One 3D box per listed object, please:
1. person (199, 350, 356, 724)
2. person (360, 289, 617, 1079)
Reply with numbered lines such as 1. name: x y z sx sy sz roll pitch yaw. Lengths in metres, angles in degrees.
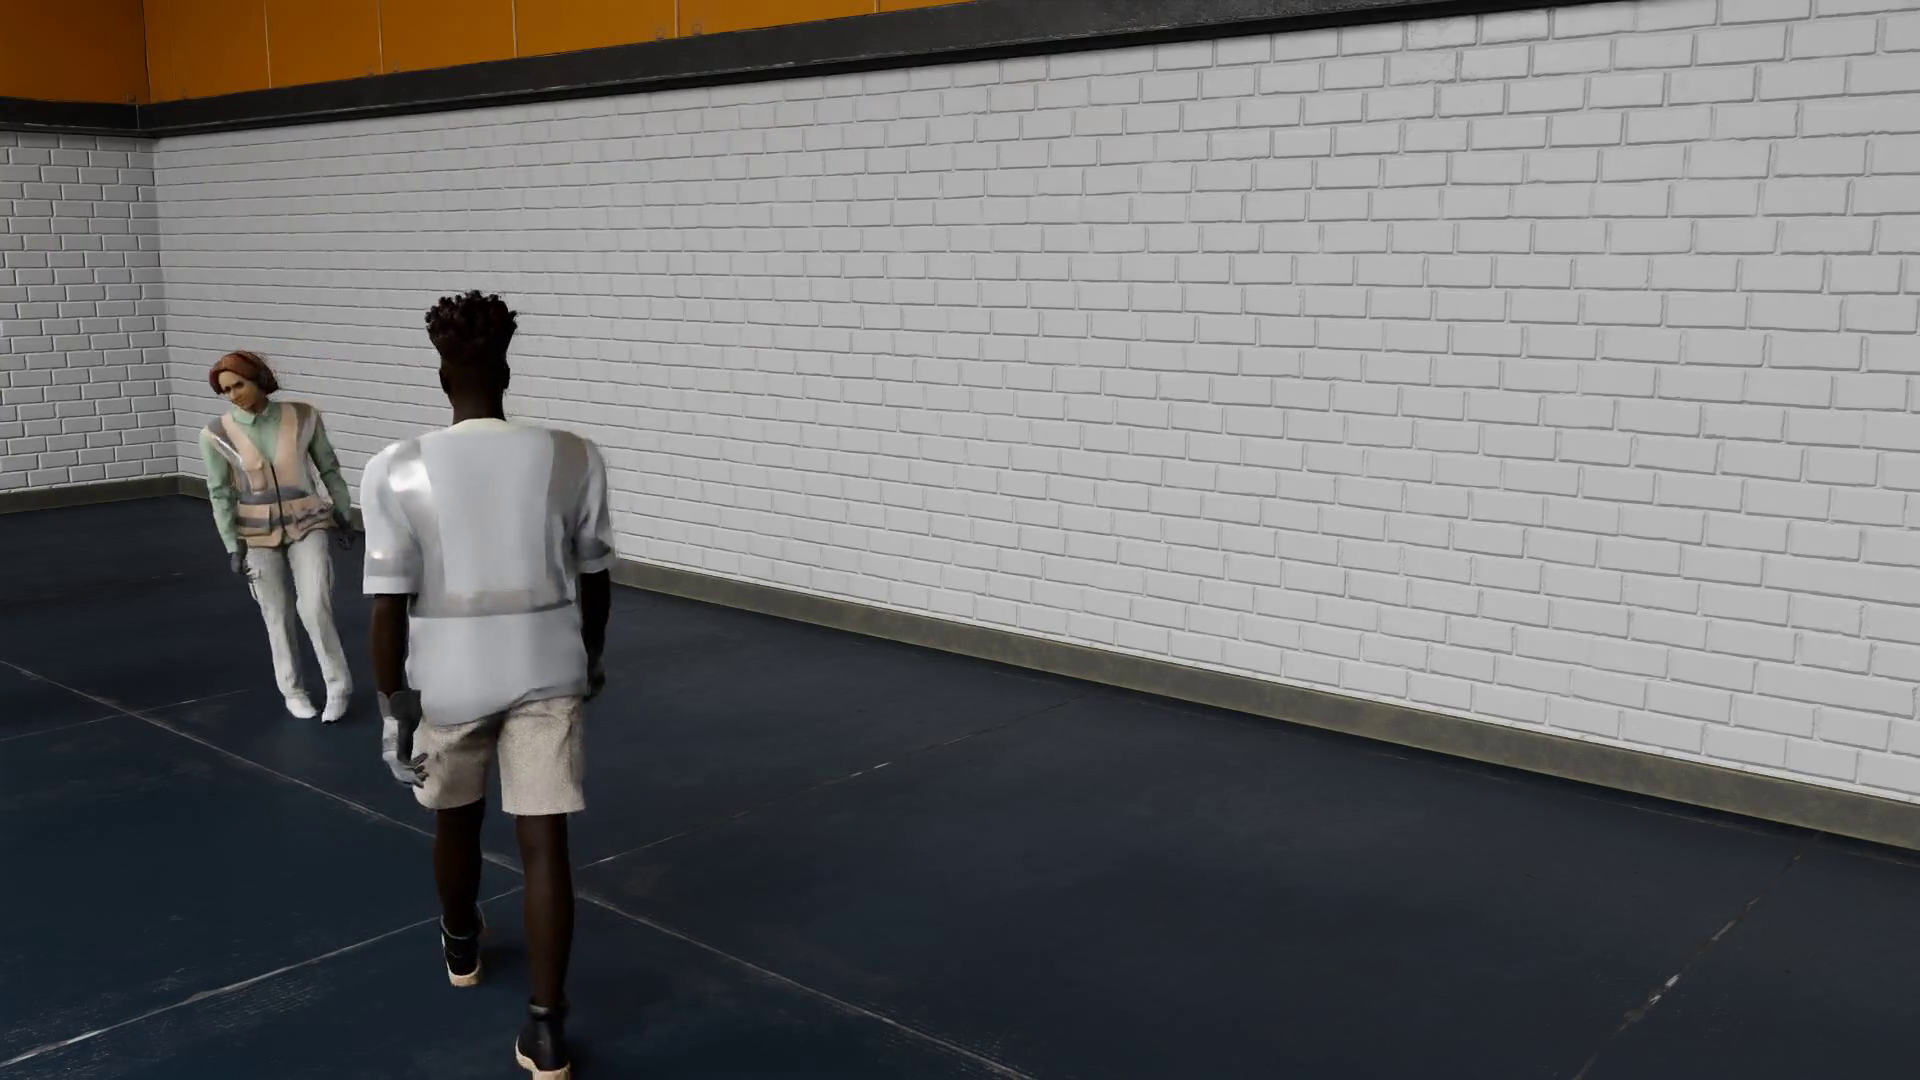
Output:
1. person: -2.846 0.011 6.994 0.583 1.595 0.536 -4 11 -24
2. person: -1.171 0.336 4.226 0.619 1.917 0.983 -3 11 -19
